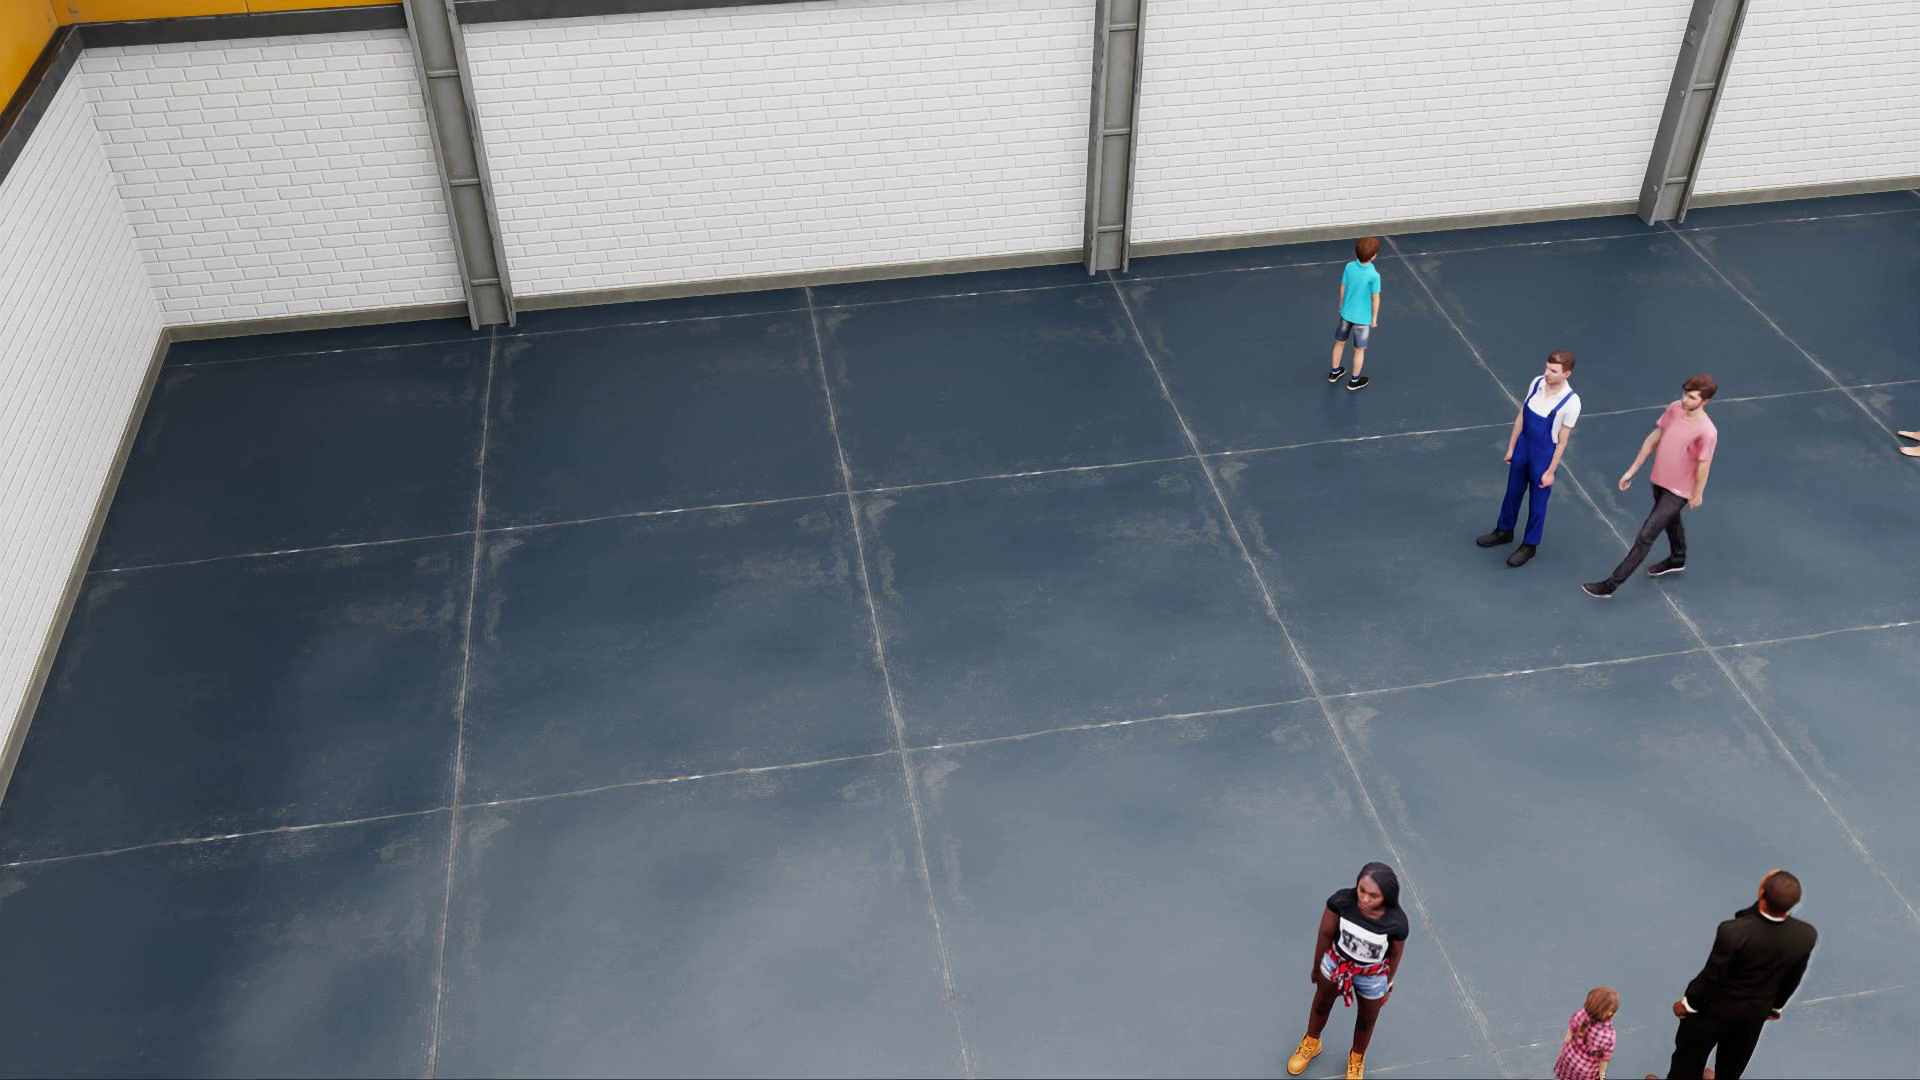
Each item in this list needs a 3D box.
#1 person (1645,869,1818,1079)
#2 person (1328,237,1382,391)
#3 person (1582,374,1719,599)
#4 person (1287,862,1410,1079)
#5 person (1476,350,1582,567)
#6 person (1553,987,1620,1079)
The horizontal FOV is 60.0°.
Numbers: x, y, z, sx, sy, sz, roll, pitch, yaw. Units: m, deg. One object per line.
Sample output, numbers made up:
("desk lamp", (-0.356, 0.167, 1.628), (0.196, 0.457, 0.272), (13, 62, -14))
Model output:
("person", (4.045, 2.410, 8.709), (0.598, 1.903, 0.807), (0, 39, 0))
("person", (3.483, -2.009, 14.607), (0.595, 1.449, 0.629), (31, 48, 33))
("person", (5.332, -0.413, 12.239), (1.249, 1.910, 0.688), (-9, 39, -11))
("person", (2.121, 2.331, 8.949), (0.704, 1.728, 0.781), (17, 42, 20))
("person", (4.372, -0.651, 12.585), (0.694, 1.851, 0.705), (-22, 43, -25))
("person", (3.342, 2.783, 8.951), (0.537, 1.019, 0.505), (-26, 45, -29))
